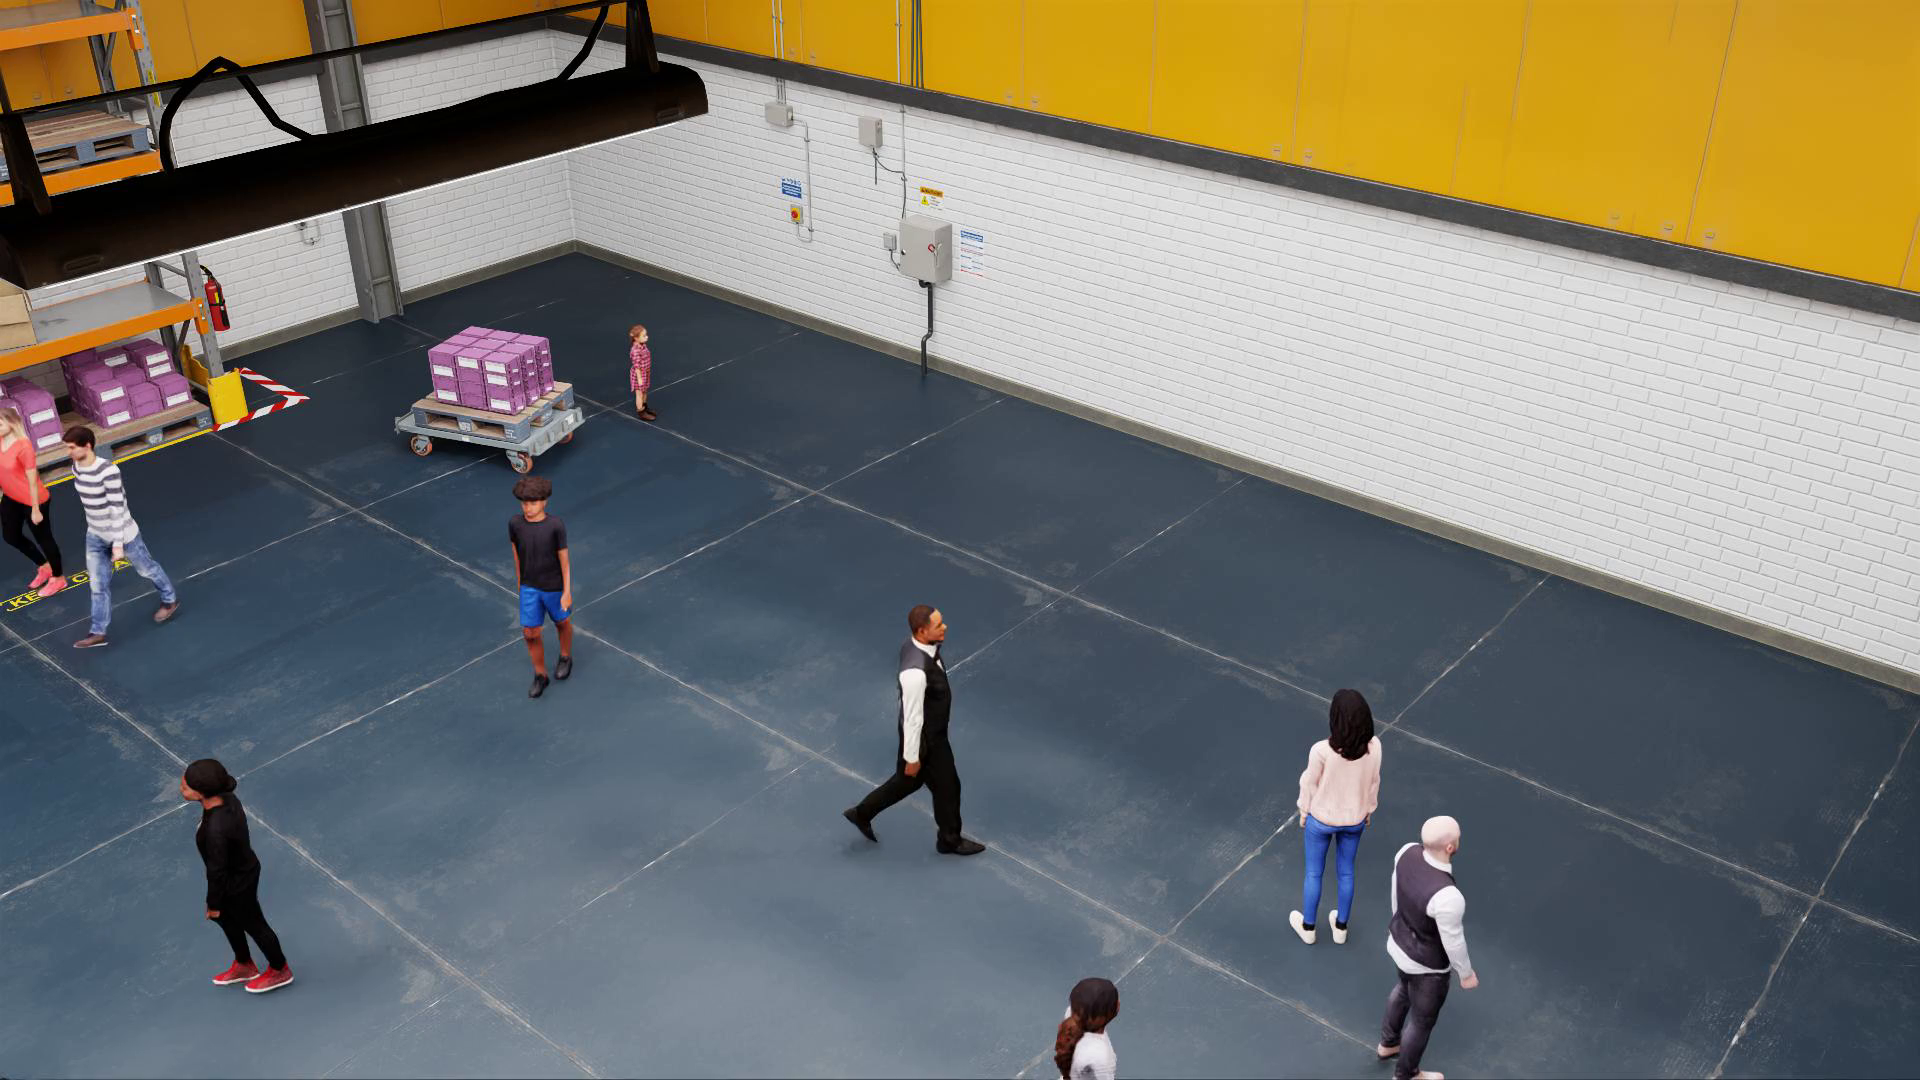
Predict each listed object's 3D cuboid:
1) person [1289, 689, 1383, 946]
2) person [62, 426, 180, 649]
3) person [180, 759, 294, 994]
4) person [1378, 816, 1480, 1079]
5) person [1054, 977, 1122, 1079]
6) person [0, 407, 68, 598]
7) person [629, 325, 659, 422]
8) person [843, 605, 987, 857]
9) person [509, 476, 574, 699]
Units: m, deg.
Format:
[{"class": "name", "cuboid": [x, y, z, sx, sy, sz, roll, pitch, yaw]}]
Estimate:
[{"class": "person", "cuboid": [2.257, 1.674, 9.966, 0.713, 1.766, 0.774, -2, 29, -4]}, {"class": "person", "cuboid": [-6.606, -0.079, 13.145, 0.946, 1.799, 1.265, 10, 30, 18]}, {"class": "person", "cuboid": [-4.095, 1.938, 9.593, 0.829, 1.660, 0.773, -9, 30, -15]}, {"class": "person", "cuboid": [2.438, 2.236, 8.884, 0.868, 1.815, 0.837, -8, 30, -14]}, {"class": "person", "cuboid": [0.534, 2.783, 7.994, 0.792, 1.707, 0.739, -8, 30, -14]}, {"class": "person", "cuboid": [-7.643, -0.350, 13.758, 0.673, 1.687, 0.644, 14, 32, 25]}, {"class": "person", "cuboid": [-3.256, -1.717, 16.959, 0.551, 1.021, 0.475, 5, 29, 10]}, {"class": "person", "cuboid": [-0.330, 1.230, 10.646, 1.216, 1.894, 1.197, -1, 29, -1]}, {"class": "person", "cuboid": [-3.100, 0.272, 12.533, 0.882, 1.769, 0.973, 2, 29, 4]}]
